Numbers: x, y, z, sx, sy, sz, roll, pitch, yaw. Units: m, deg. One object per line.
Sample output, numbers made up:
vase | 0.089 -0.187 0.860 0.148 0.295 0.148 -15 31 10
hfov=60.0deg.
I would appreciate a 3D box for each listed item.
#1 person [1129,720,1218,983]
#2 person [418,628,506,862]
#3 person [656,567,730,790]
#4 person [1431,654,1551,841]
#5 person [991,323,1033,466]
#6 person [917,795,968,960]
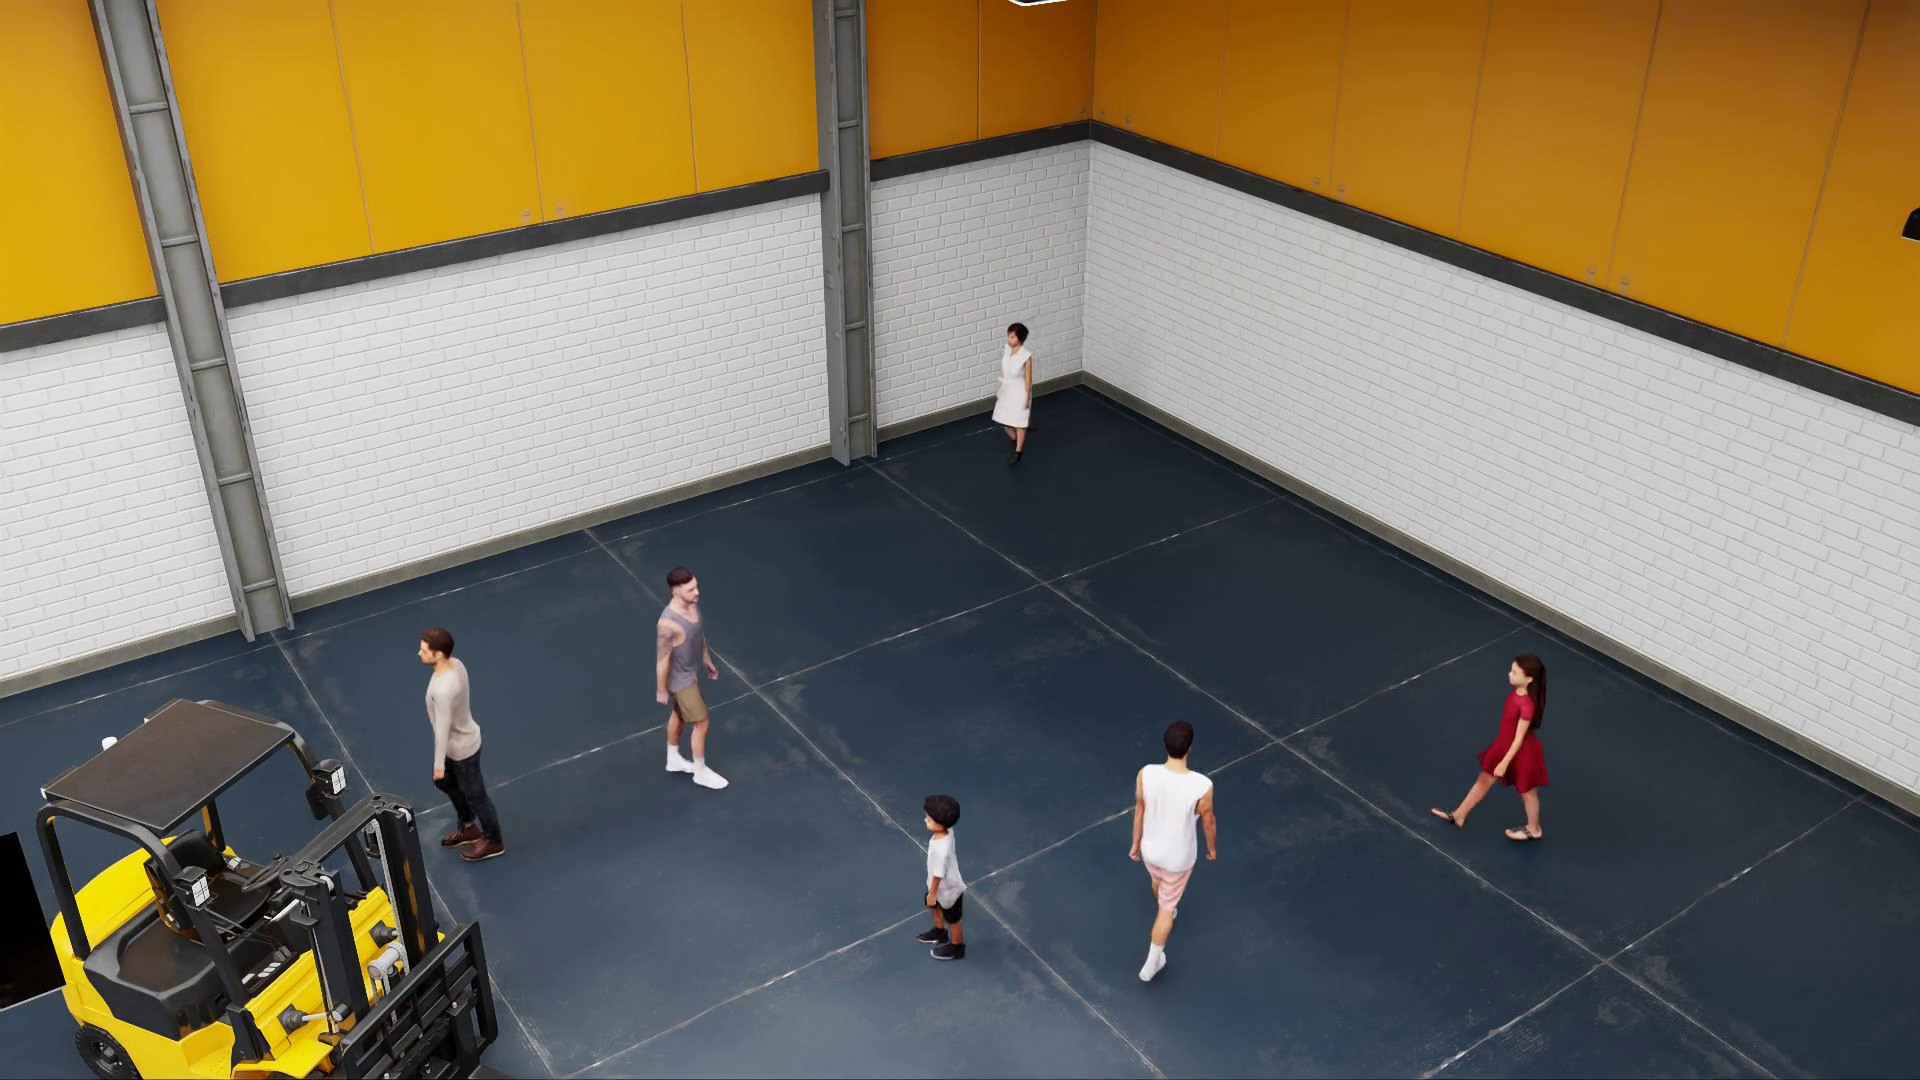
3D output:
person | 1.280 1.987 10.411 1.039 1.734 1.226 12 31 21
person | -3.327 1.399 11.366 0.750 1.851 0.750 -10 30 -17
person | -2.120 0.971 12.160 0.932 1.823 0.859 4 29 7
person | 3.955 1.480 11.572 1.063 1.513 0.950 2 29 4
person | 0.620 -1.516 17.028 0.678 1.547 0.611 -25 37 -37
person | -0.033 2.162 10.599 0.664 1.246 0.608 -1 29 -2
